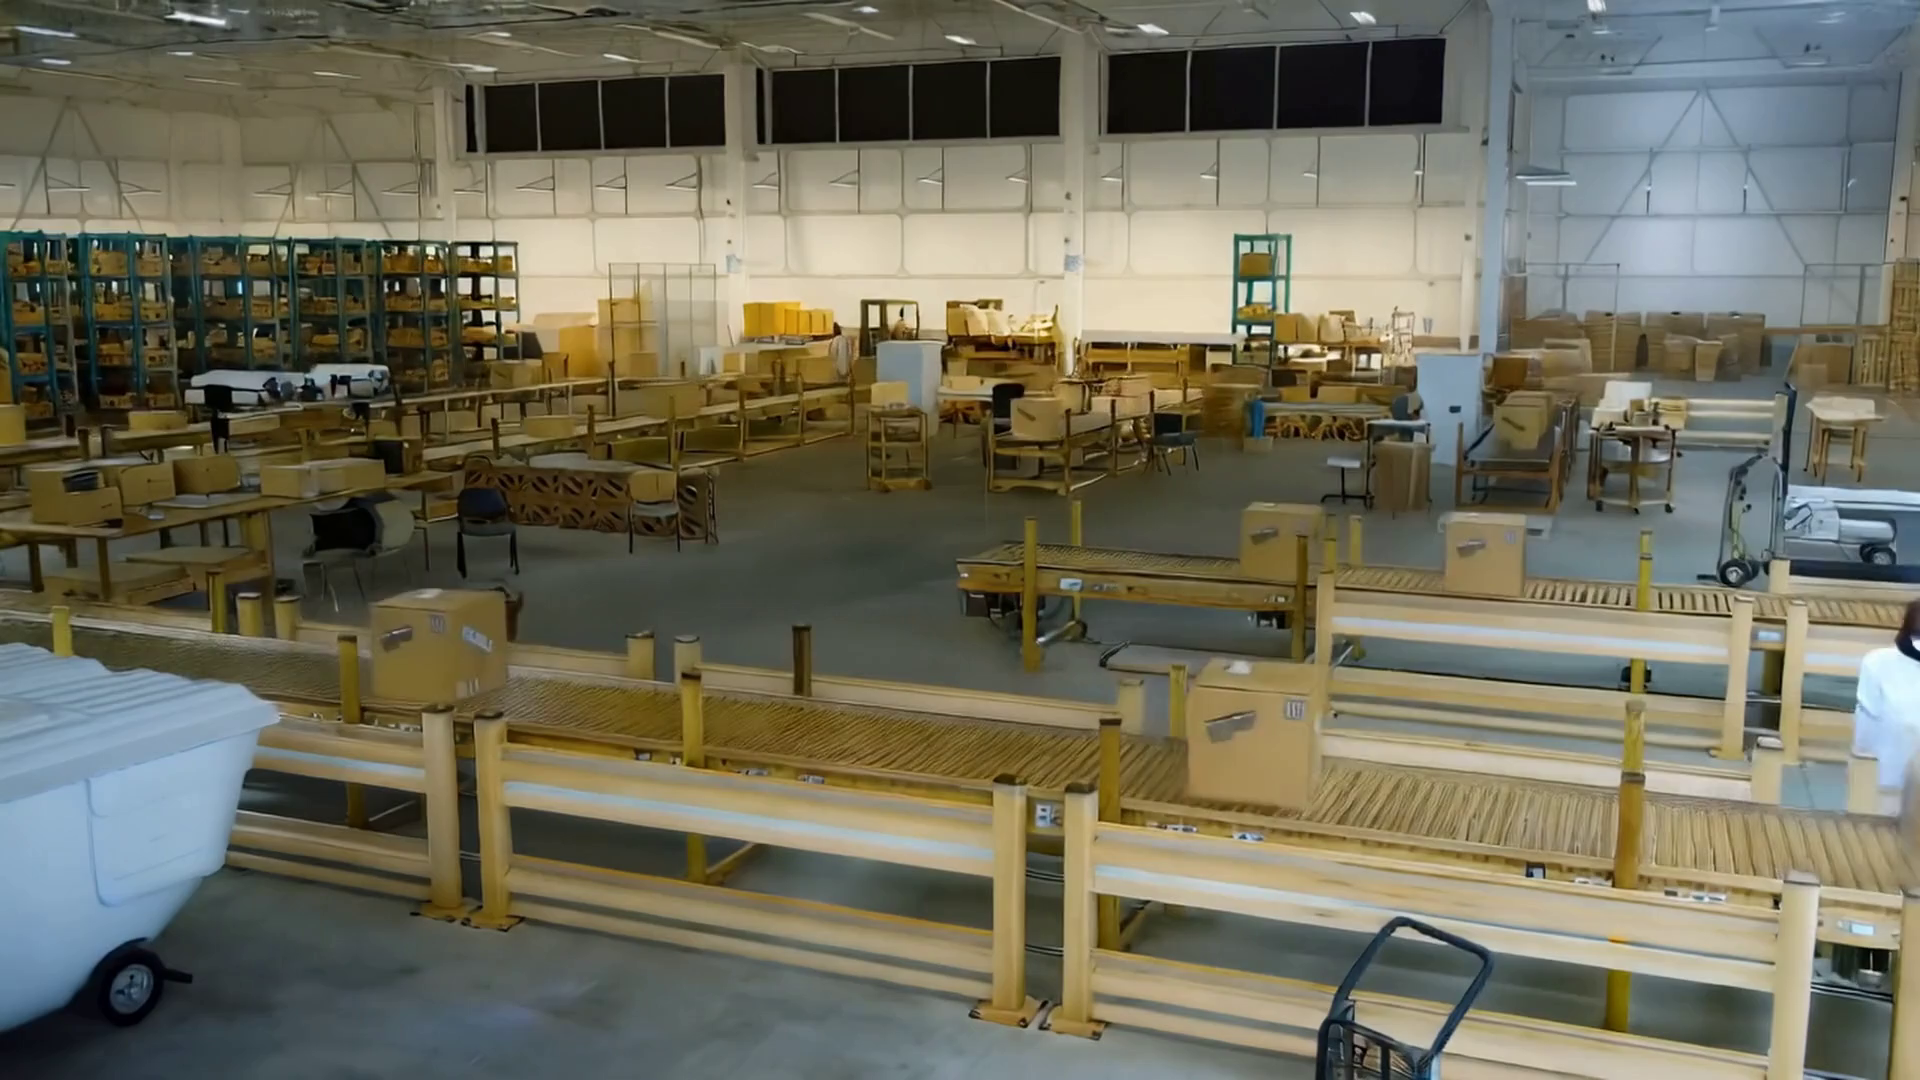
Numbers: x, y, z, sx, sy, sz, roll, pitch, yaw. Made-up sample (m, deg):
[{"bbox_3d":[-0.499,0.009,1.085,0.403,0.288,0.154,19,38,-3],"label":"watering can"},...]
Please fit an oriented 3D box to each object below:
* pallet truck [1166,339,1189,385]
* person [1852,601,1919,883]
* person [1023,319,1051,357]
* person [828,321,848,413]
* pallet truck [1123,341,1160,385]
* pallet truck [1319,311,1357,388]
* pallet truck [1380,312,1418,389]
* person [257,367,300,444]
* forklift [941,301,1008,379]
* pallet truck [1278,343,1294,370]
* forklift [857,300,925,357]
[{"bbox_3d":[5.418,-4.269,40.420,0.704,1.261,1.522,3,10,20],"label":"pallet truck"},{"bbox_3d":[4.298,1.035,7.361,0.651,1.607,0.435,7,12,36],"label":"person"},{"bbox_3d":[1.418,-3.176,31.524,0.613,2.041,0.393,6,11,34],"label":"person"},{"bbox_3d":[-2.522,-3.560,34.282,0.403,1.904,0.637,-2,10,-11],"label":"person"},{"bbox_3d":[4.445,-4.380,41.279,0.680,1.201,1.601,4,10,22],"label":"pallet truck"},{"bbox_3d":[9.071,-4.419,39.190,0.823,1.965,1.885,5,10,26],"label":"pallet truck"},{"bbox_3d":[10.207,-4.283,38.369,0.823,1.965,1.885,3,10,20],"label":"pallet truck"},{"bbox_3d":[-8.808,-1.362,21.475,0.546,1.726,0.849,1,9,8],"label":"person"},{"bbox_3d":[0.365,-4.966,41.571,1.157,1.987,2.680,3,10,20],"label":"forklift"},{"bbox_3d":[7.886,-4.163,39.743,0.653,1.274,1.630,4,10,22],"label":"pallet truck"},{"bbox_3d":[-1.732,-5.109,42.468,1.157,1.987,2.680,4,10,22],"label":"forklift"}]
